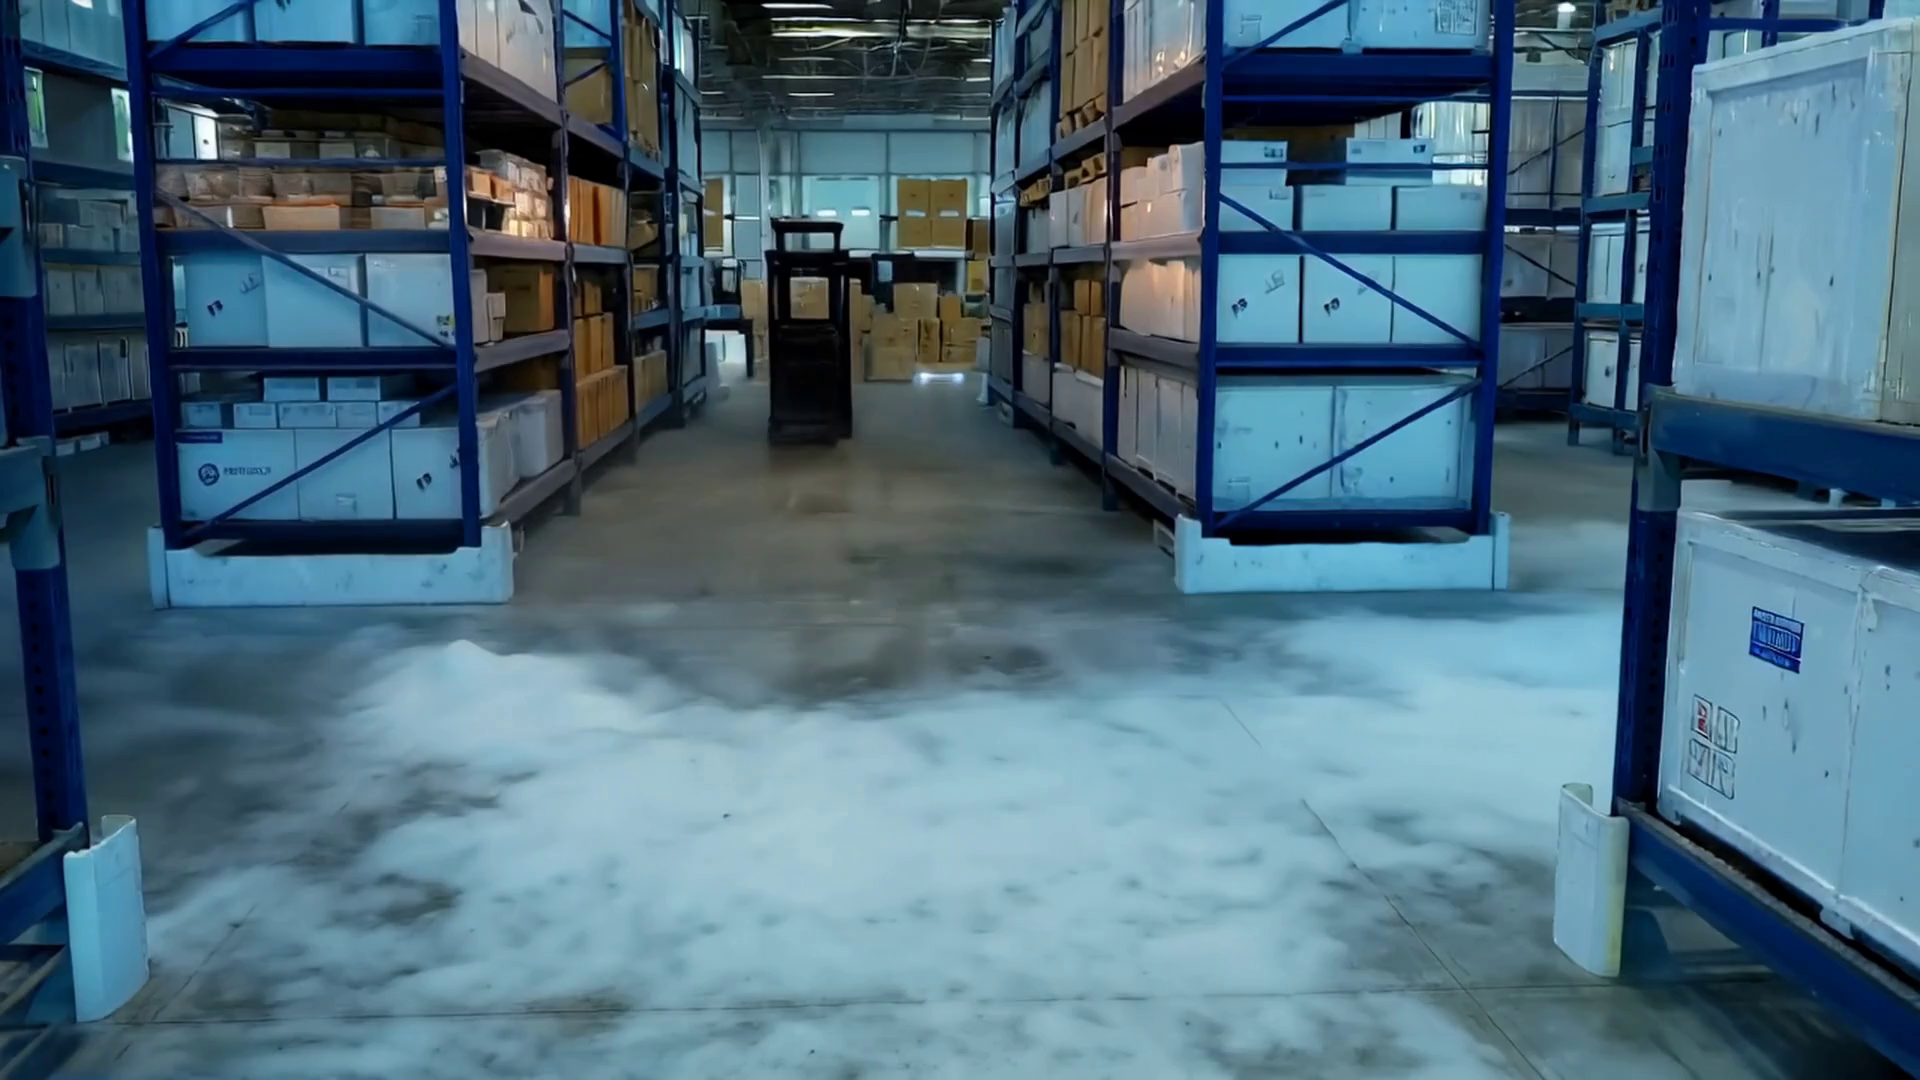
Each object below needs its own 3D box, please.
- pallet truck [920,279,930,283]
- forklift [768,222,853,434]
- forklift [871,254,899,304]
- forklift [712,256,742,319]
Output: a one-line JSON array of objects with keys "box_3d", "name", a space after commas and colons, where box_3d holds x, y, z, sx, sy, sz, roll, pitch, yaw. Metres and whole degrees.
[{"box_3d": [-0.932, -8.922, 63.114, 1.885, 1.965, 0.823, 2, 9, 13], "name": "pallet truck"}, {"box_3d": [-2.034, -2.903, 22.556, 1.129, 2.768, 1.873, -1, 9, -4], "name": "forklift"}, {"box_3d": [-2.482, -8.176, 55.669, 1.129, 2.768, 1.873, -6, 11, -32], "name": "forklift"}, {"box_3d": [-8.488, -8.990, 60.777, 1.129, 2.768, 1.873, -1, 9, -4], "name": "forklift"}]
